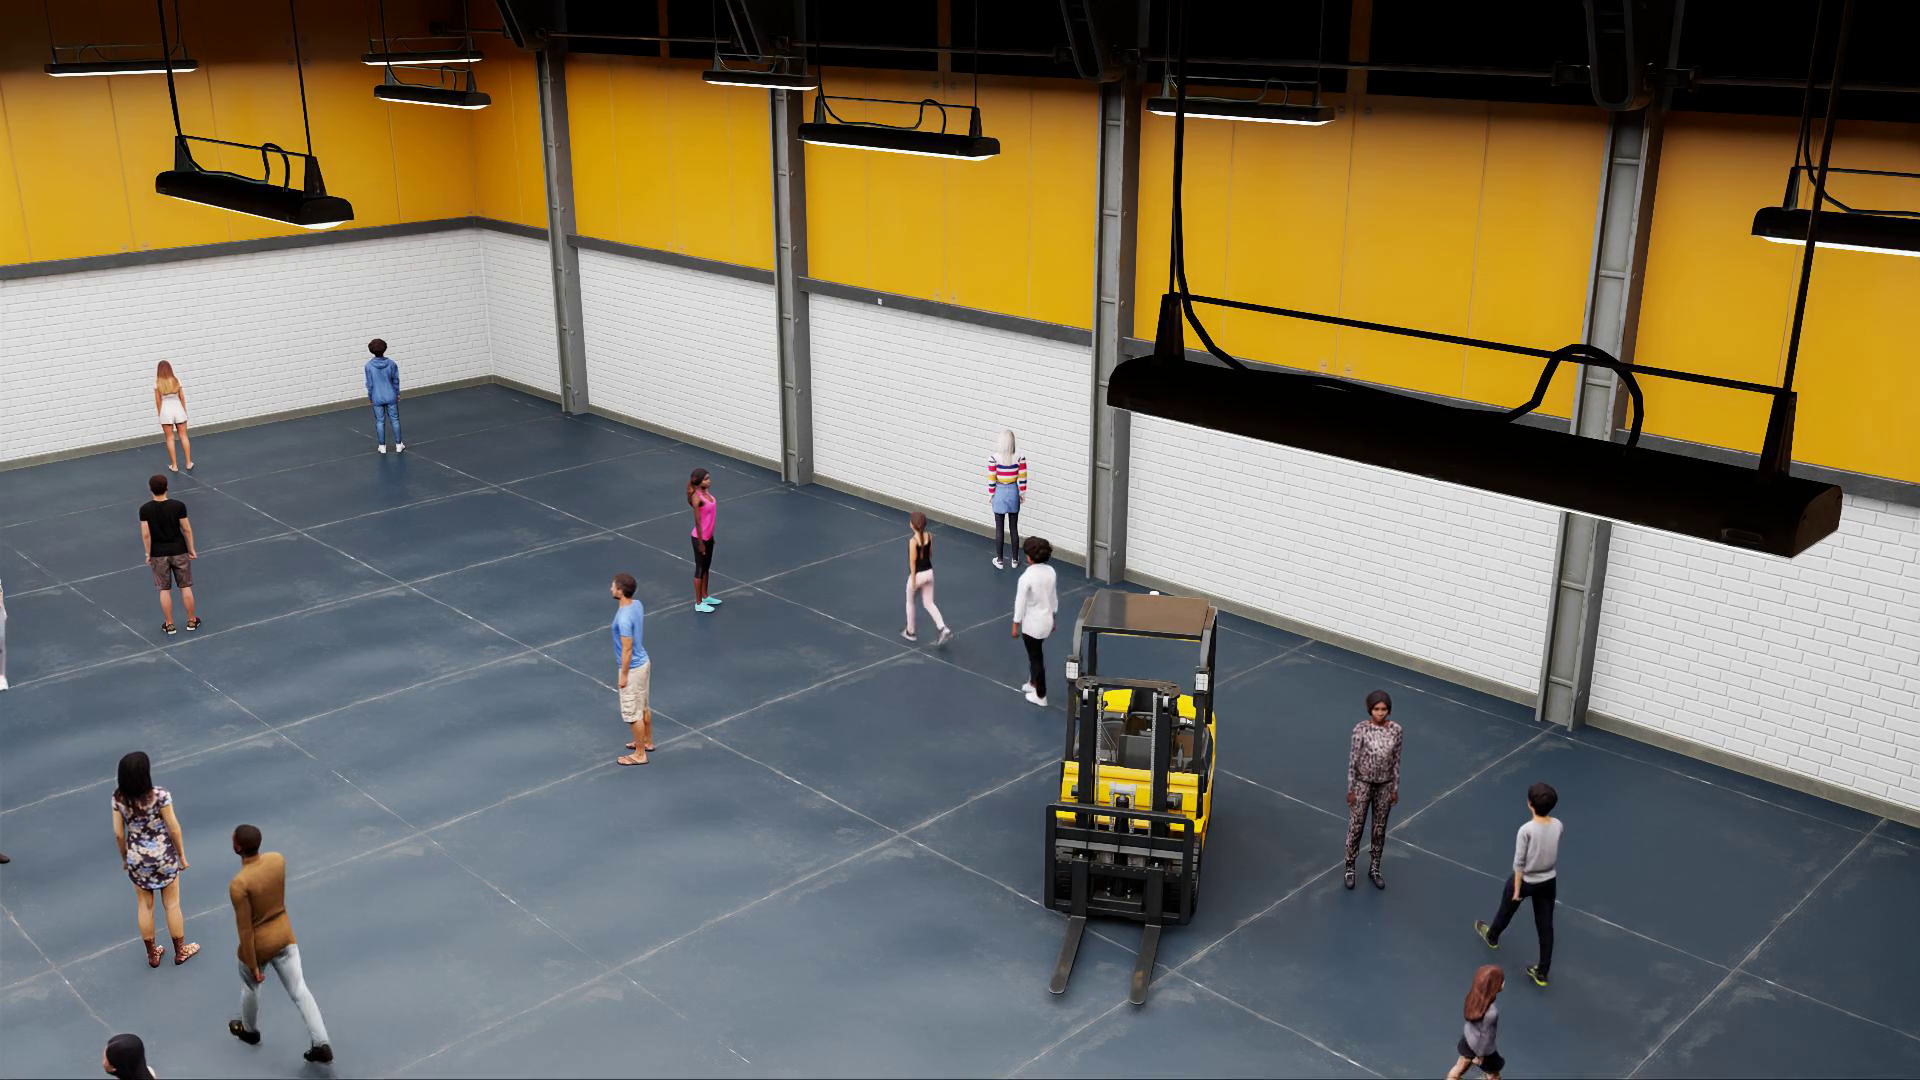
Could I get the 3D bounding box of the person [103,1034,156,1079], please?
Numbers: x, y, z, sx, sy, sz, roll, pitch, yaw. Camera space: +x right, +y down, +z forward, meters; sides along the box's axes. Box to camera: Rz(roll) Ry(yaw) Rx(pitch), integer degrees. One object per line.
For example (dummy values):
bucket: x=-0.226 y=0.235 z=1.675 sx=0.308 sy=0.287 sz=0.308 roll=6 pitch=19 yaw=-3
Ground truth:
person: x=-4.459 y=3.474 z=9.129 sx=0.865 sy=1.773 sz=0.796 roll=-2 pitch=19 yaw=-7

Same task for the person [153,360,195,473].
person: x=-11.932 y=-1.892 z=25.186 sx=0.627 sy=1.696 sz=0.638 roll=-10 pitch=21 yaw=-28

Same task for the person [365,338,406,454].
person: x=-9.048 y=-2.271 z=26.132 sx=0.748 sy=1.811 sz=0.735 roll=-6 pitch=20 yaw=-18

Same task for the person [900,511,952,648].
person: x=-0.381 y=0.443 z=18.490 sx=0.553 sy=1.543 sz=0.963 roll=-15 pitch=24 yaw=-38

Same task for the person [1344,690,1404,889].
person: x=3.360 y=2.022 z=13.536 sx=0.677 sy=1.714 sz=0.739 roll=0 pitch=19 yaw=0

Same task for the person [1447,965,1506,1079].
person: x=3.332 y=3.265 z=10.845 sx=0.808 sy=1.075 sz=0.762 roll=-1 pitch=19 yaw=-2

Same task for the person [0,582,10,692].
person: x=-10.214 y=0.778 z=17.409 sx=0.650 sy=1.599 sz=0.878 roll=-13 pitch=22 yaw=-33

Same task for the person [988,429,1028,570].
person: x=0.589 y=-0.532 z=20.970 sx=0.720 sy=1.809 sz=0.741 roll=-2 pitch=19 yaw=-7

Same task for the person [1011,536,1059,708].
person: x=0.838 y=0.848 z=16.888 sx=0.663 sy=1.799 sz=0.678 roll=-16 pitch=24 yaw=-39

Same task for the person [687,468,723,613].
person: x=-3.031 y=-0.020 z=19.586 sx=0.693 sy=1.722 sz=0.657 roll=4 pitch=19 yaw=13

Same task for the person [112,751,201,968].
person: x=-6.051 y=2.381 z=12.438 sx=0.675 sy=1.733 sz=0.711 roll=-2 pitch=19 yaw=-5

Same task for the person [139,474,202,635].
person: x=-8.982 y=0.146 z=18.873 sx=0.750 sy=1.862 sz=0.691 roll=-9 pitch=21 yaw=-26

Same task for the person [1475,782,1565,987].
person: x=4.267 y=2.560 z=12.241 sx=0.884 sy=1.520 sz=1.063 roll=-5 pitch=19 yaw=-14

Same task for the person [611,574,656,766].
person: x=-3.098 y=1.200 z=15.742 sx=0.767 sy=1.863 sz=0.727 roll=2 pitch=19 yaw=5

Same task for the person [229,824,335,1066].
person: x=-4.596 y=2.764 z=11.243 sx=1.279 sy=1.770 sz=0.818 roll=11 pitch=21 yaw=29
